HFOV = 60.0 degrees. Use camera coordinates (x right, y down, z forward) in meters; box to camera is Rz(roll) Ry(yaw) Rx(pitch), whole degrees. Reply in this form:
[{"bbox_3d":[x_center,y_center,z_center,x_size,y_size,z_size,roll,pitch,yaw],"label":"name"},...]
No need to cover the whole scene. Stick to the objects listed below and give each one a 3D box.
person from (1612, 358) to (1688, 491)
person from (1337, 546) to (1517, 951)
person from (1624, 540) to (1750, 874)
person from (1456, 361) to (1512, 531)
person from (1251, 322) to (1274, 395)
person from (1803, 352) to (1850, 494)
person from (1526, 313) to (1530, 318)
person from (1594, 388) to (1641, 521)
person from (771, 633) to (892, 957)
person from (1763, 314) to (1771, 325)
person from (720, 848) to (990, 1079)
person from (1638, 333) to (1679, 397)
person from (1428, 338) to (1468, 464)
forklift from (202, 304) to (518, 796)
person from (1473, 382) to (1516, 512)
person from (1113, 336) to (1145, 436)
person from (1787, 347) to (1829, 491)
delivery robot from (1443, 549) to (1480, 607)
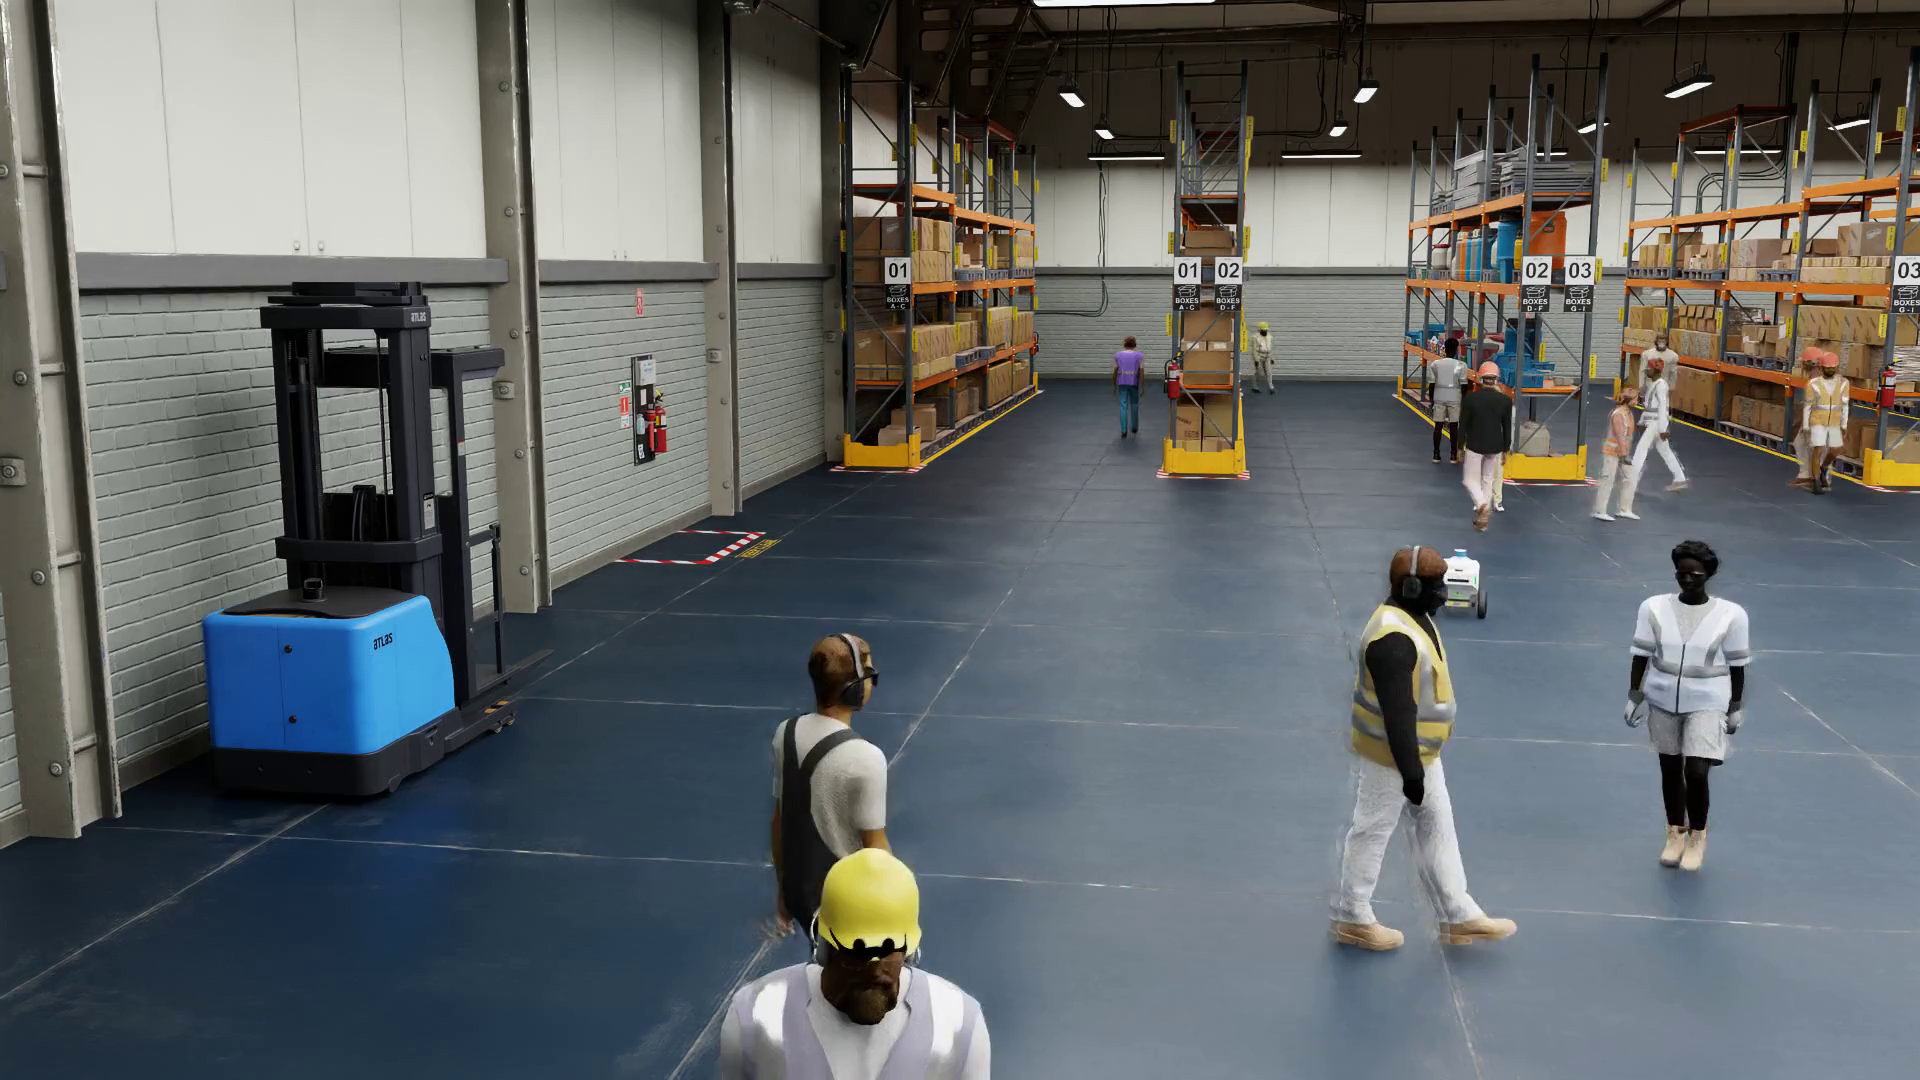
[{"bbox_3d":[9.517,-1.574,22.735,0.997,1.838,0.590,3,10,18],"label":"person"},{"bbox_3d":[2.072,0.939,7.269,0.847,1.812,0.654,5,10,26],"label":"person"},{"bbox_3d":[3.606,0.834,8.316,0.545,1.674,0.501,7,12,39],"label":"person"},{"bbox_3d":[6.056,-1.068,19.153,0.626,1.971,0.672,-1,9,-4],"label":"person"},{"bbox_3d":[7.386,-4.431,40.522,0.656,1.779,0.797,-4,10,-24],"label":"person"},{"bbox_3d":[11.723,-1.591,22.545,0.565,1.919,0.519,2,9,10],"label":"person"},{"bbox_3d":[13.668,-4.496,40.269,0.617,1.986,0.406,-4,10,-25],"label":"person"},{"bbox_3d":[7.951,-1.015,19.955,0.637,1.613,0.518,8,12,41],"label":"person"},{"bbox_3d":[-0.424,1.210,5.546,0.444,1.829,0.526,-9,13,-43],"label":"person"},{"bbox_3d":[17.774,-3.978,36.894,0.615,2.041,0.385,0,9,1],"label":"person"},{"bbox_3d":[-0.224,1.532,3.582,0.636,1.821,0.430,-1,9,-5],"label":"person"},{"bbox_3d":[12.620,-2.796,30.070,0.632,1.902,0.987,5,10,28],"label":"person"},{"bbox_3d":[7.662,-2.192,26.110,0.613,1.963,0.362,6,11,32],"label":"person"},{"bbox_3d":[-3.673,-0.038,10.147,1.129,2.768,1.873,1,9,9],"label":"forklift"},{"bbox_3d":[6.693,-1.174,20.855,0.501,1.633,0.285,2,9,10],"label":"person"},{"bbox_3d":[3.110,-2.841,30.622,0.586,1.798,0.959,1,9,9],"label":"person"},{"bbox_3d":[11.686,-1.666,22.859,0.653,1.964,0.640,3,10,19],"label":"person"},{"bbox_3d":[4.428,0.326,14.755,0.477,0.478,0.707,3,10,18],"label":"delivery robot"}]
